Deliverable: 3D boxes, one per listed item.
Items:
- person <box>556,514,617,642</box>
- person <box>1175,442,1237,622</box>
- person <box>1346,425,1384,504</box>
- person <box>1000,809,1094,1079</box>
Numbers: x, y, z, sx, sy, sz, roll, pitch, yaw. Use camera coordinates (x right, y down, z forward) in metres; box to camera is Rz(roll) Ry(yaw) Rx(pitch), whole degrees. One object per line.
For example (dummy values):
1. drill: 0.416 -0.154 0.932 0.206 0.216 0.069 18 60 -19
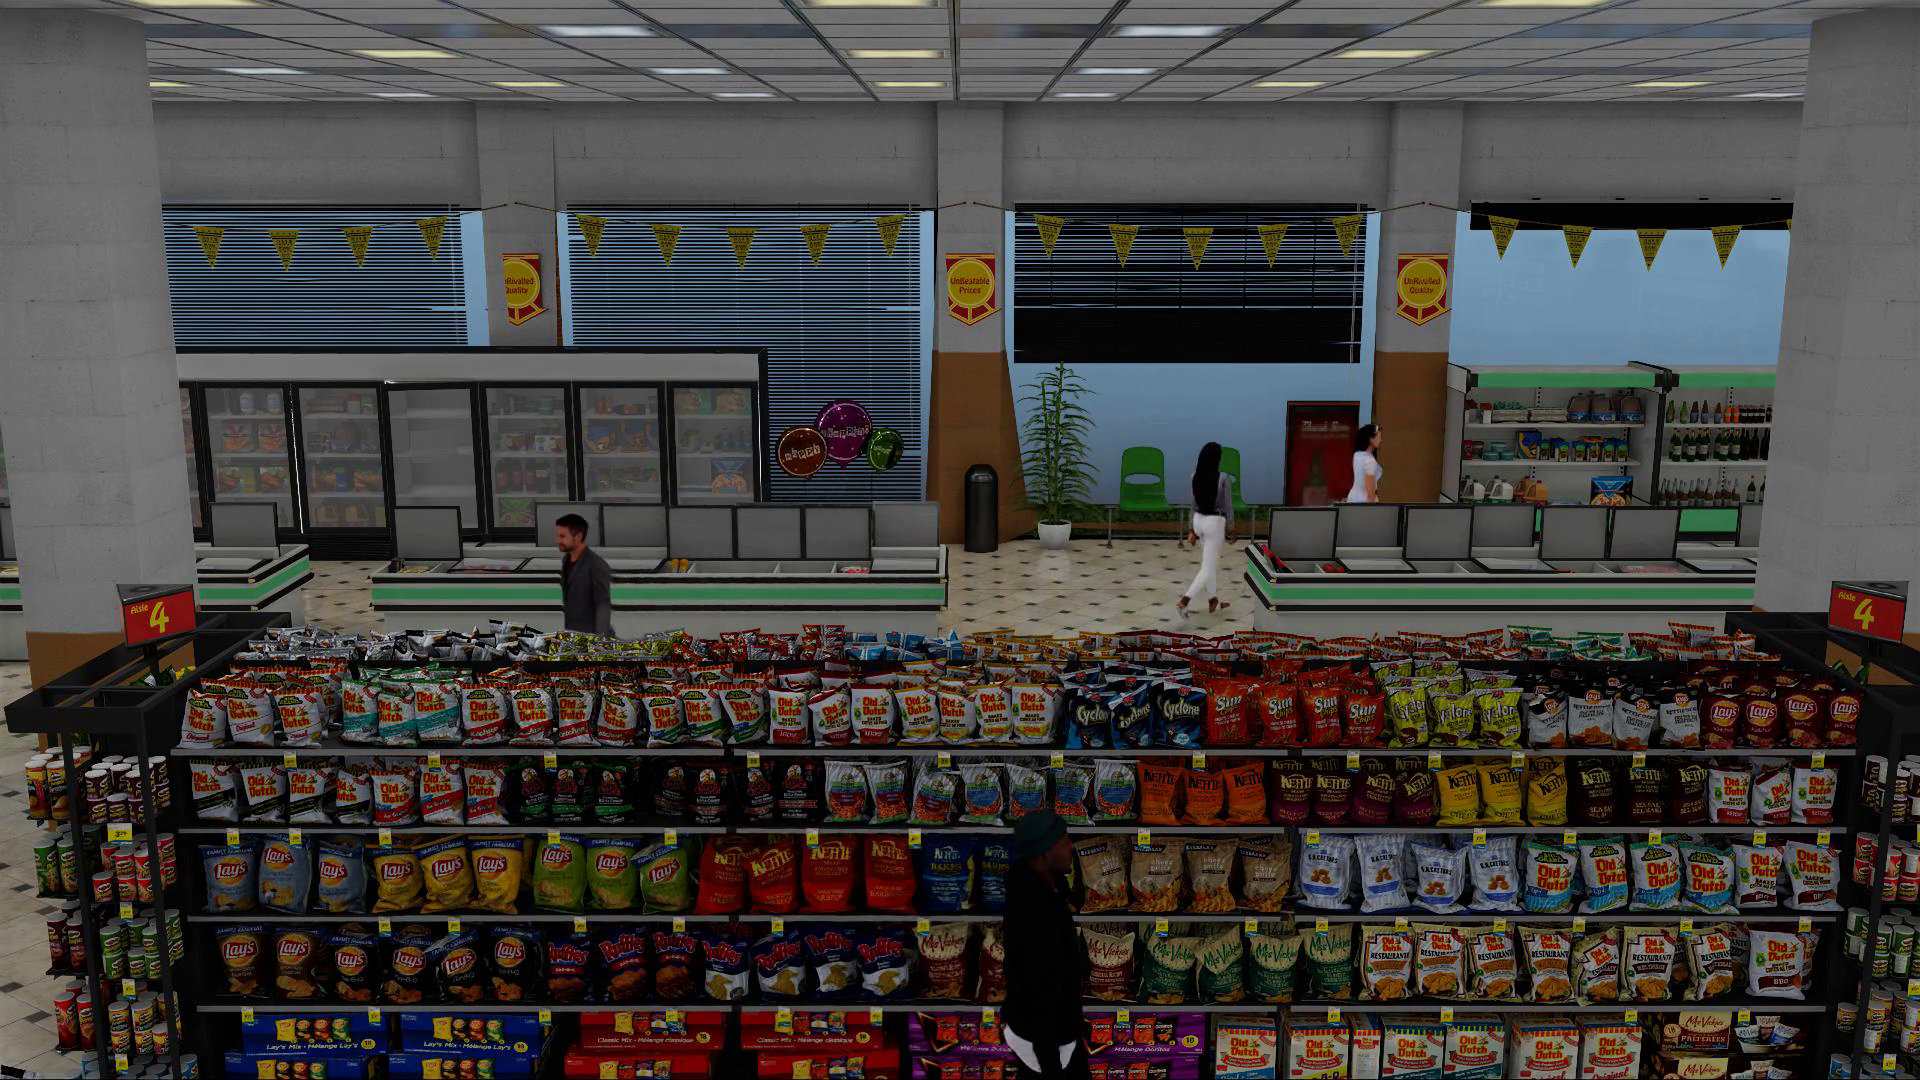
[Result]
1. person: -2.595 0.721 11.634 0.843 1.865 0.791 -11 16 -42
2. person: 2.310 -0.041 15.682 1.177 1.688 1.087 -11 16 -42
3. person: 3.873 -0.232 16.335 1.000 1.791 0.767 -2 12 -11
4. person: 0.222 1.886 6.279 1.152 1.790 0.682 0 12 2
